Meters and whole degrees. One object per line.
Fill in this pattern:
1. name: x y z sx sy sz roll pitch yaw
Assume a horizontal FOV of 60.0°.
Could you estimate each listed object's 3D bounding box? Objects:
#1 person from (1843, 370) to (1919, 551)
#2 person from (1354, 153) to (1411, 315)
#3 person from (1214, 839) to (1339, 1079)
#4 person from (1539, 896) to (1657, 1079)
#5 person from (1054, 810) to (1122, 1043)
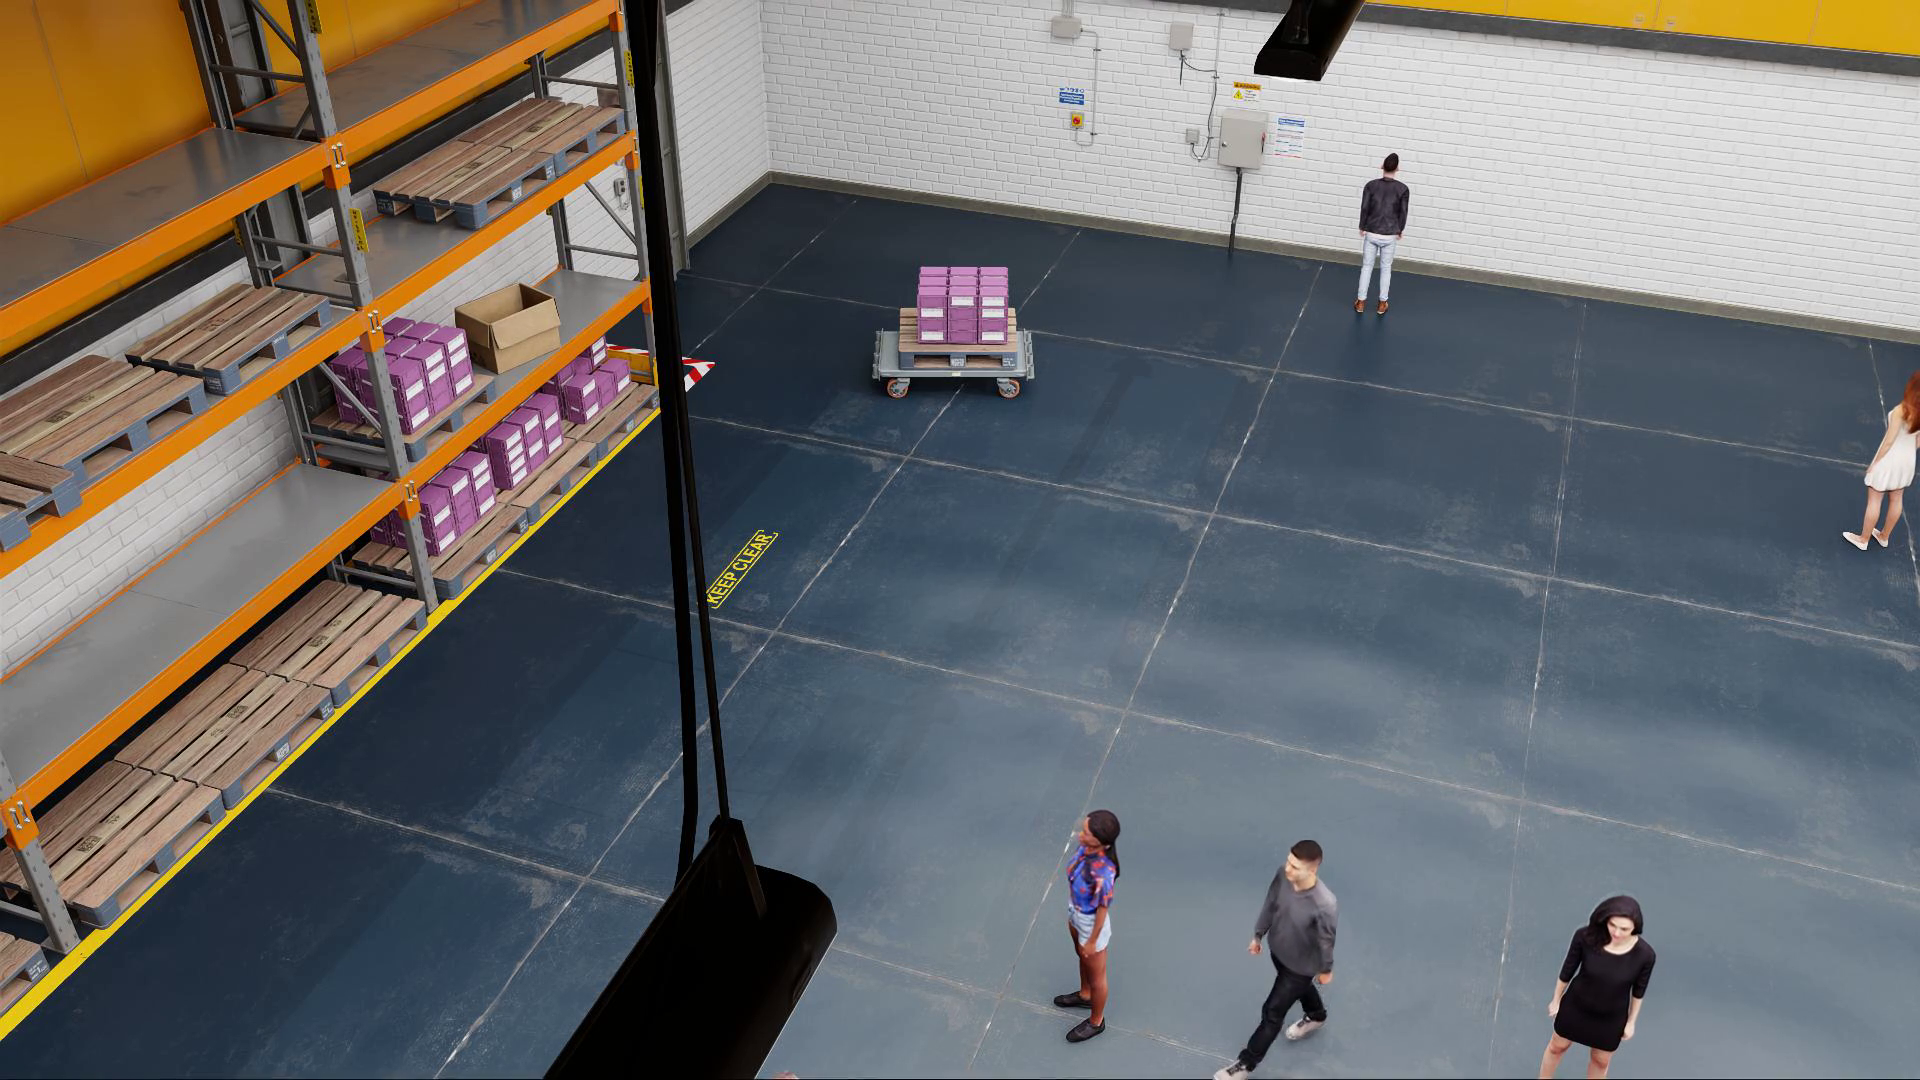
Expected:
1. person: 8.077 -0.693 14.361 0.646 1.710 0.672 -7 34 -10
2. person: 4.626 -3.361 18.261 0.670 1.836 0.571 8 35 12
3. person: 2.008 2.395 9.711 1.204 1.715 1.099 -17 37 -24
4. person: 3.534 2.639 9.264 0.624 1.802 0.532 15 37 22
5. person: 0.778 2.265 9.882 0.727 1.742 0.625 -7 34 -10
